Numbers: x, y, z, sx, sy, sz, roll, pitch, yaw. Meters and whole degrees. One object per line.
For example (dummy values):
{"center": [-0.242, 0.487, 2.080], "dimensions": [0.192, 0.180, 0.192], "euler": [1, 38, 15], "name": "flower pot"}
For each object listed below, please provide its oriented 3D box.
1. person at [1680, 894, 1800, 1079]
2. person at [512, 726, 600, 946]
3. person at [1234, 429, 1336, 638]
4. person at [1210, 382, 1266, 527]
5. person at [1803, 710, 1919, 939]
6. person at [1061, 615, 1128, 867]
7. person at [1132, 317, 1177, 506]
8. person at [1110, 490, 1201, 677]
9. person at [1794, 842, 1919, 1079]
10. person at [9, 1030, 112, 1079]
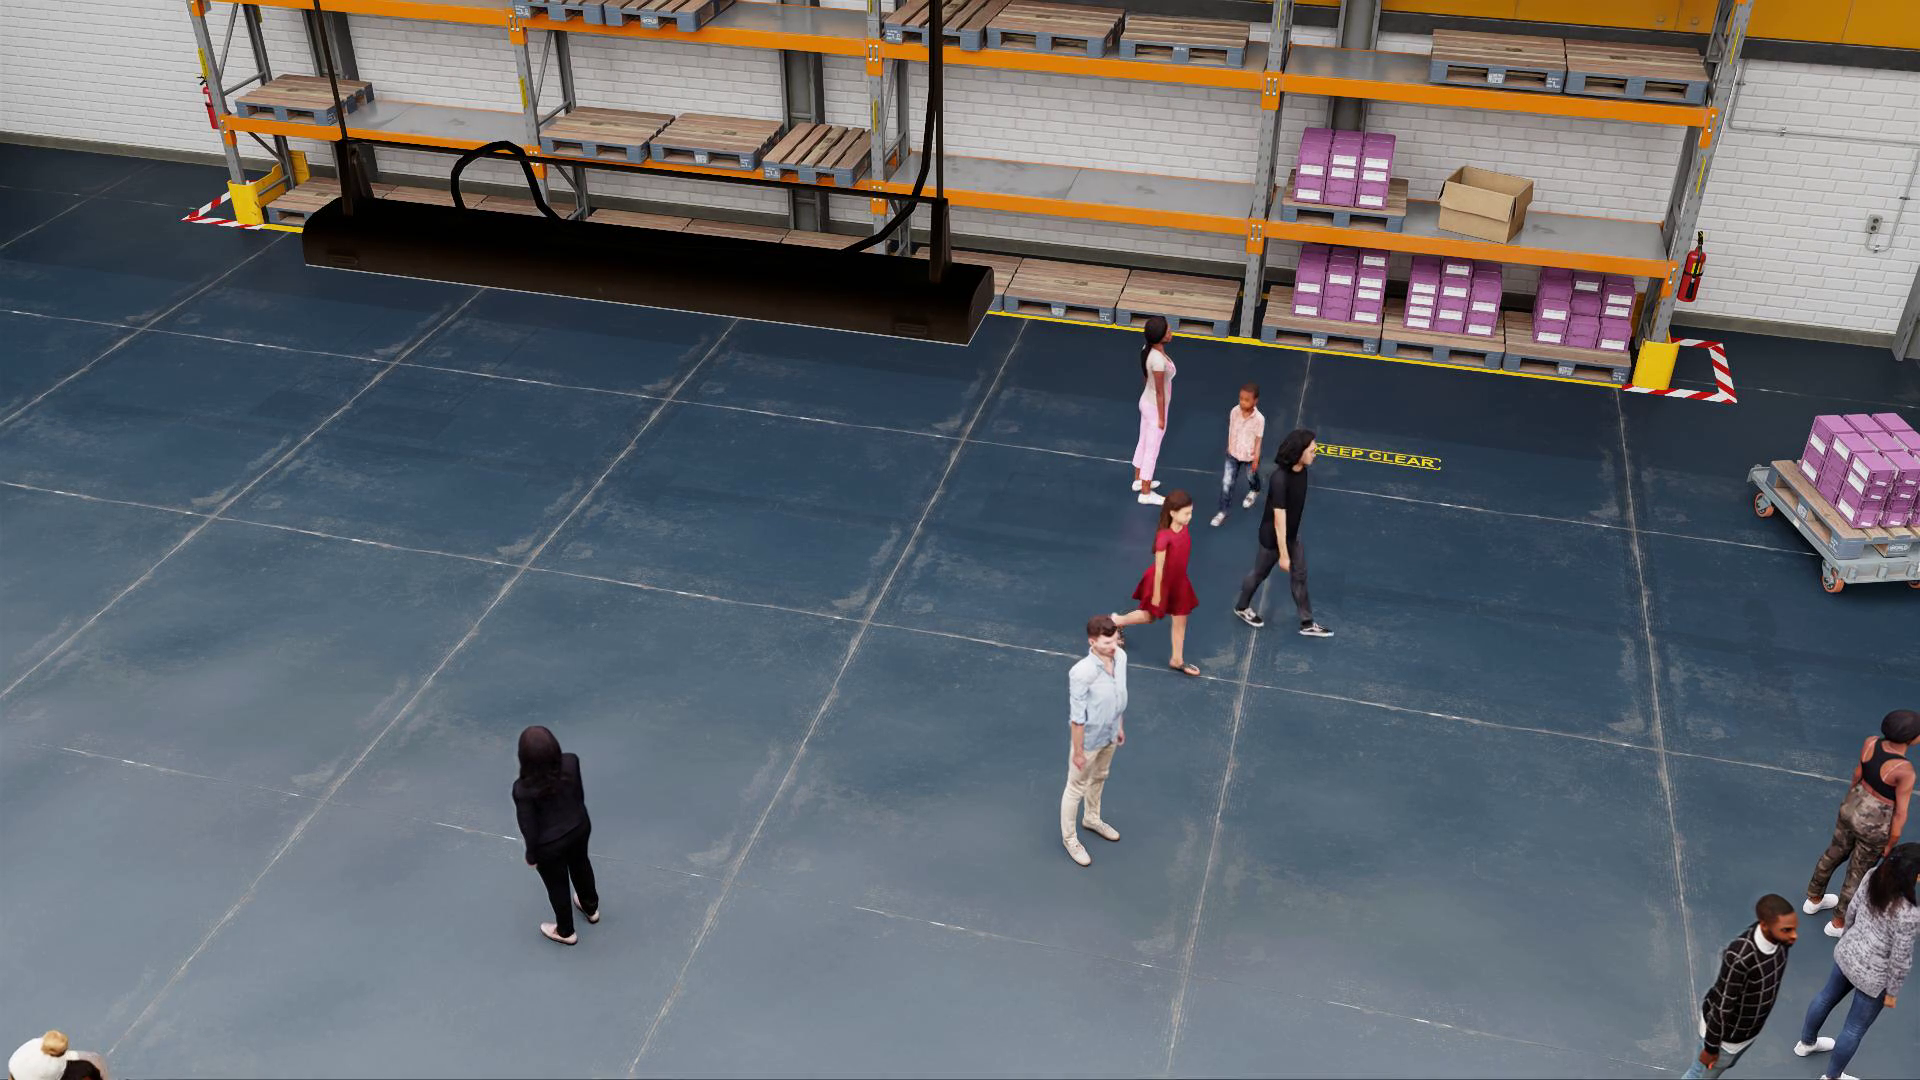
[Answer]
{"center": [4.074, 2.530, 8.791], "dimensions": [0.743, 1.819, 0.763], "euler": [-23, 40, -31], "name": "person"}
{"center": [-2.440, 1.781, 10.101], "dimensions": [0.725, 1.617, 0.720], "euler": [20, 38, 27], "name": "person"}
{"center": [2.375, -0.080, 12.735], "dimensions": [1.169, 1.800, 0.964], "euler": [25, 41, 32], "name": "person"}
{"center": [2.479, -0.781, 14.254], "dimensions": [0.928, 1.287, 0.781], "euler": [22, 39, 29], "name": "person"}
{"center": [5.525, 1.709, 10.134], "dimensions": [0.676, 1.701, 0.658], "euler": [-8, 34, -11], "name": "person"}
{"center": [0.867, 1.239, 10.708], "dimensions": [0.733, 1.847, 0.735], "euler": [-28, 43, -36], "name": "person"}
{"center": [1.672, -1.136, 14.376], "dimensions": [0.641, 1.742, 0.654], "euler": [-5, 34, -8], "name": "person"}
{"center": [1.476, 0.283, 12.439], "dimensions": [1.094, 1.524, 0.812], "euler": [24, 41, 32], "name": "person"}
{"center": [5.001, 2.328, 9.173], "dimensions": [0.654, 1.733, 0.677], "euler": [-4, 34, -6], "name": "person"}
{"center": [-4.112, 2.989, 8.050], "dimensions": [1.123, 1.875, 0.980], "euler": [-9, 35, -13], "name": "person"}
